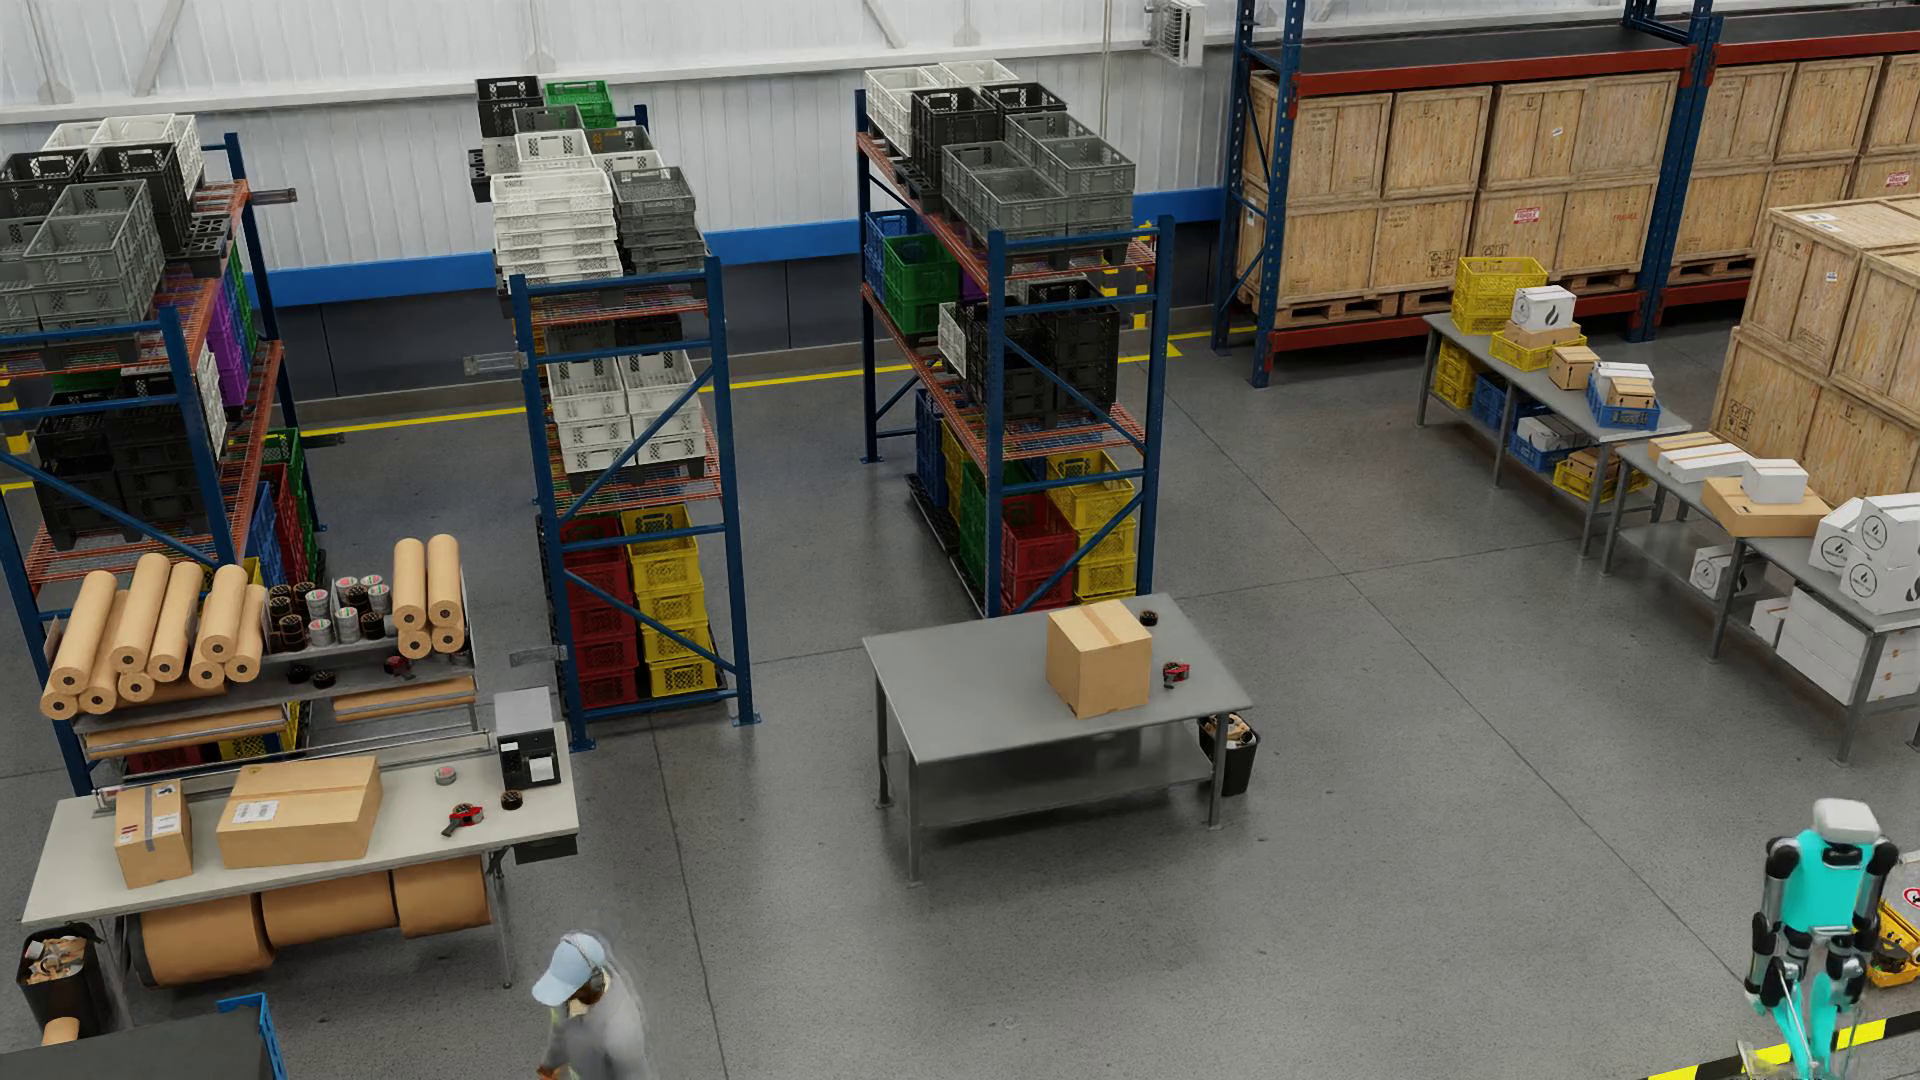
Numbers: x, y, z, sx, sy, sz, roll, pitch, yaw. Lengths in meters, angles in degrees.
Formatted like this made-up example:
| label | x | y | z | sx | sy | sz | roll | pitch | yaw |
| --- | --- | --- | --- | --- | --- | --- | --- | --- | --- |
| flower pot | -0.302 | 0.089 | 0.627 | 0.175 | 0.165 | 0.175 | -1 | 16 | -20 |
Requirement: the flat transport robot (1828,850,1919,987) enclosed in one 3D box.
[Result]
| label | x | y | z | sx | sy | sz | roll | pitch | yaw |
| --- | --- | --- | --- | --- | --- | --- | --- | --- | --- |
| flat transport robot | 5.163 | 1.916 | 8.676 | 1.431 | 0.231 | 0.659 | -8 | 30 | -14 |

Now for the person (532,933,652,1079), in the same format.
| label | x | y | z | sx | sy | sz | roll | pitch | yaw |
| --- | --- | --- | --- | --- | --- | --- | --- | --- | --- |
| person | -1.381 | 2.185 | 6.603 | 0.849 | 1.811 | 0.661 | -14 | 32 | -24 |

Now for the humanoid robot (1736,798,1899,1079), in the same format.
| label | x | y | z | sx | sy | sz | roll | pitch | yaw |
| --- | --- | --- | --- | --- | --- | --- | --- | --- | --- |
| humanoid robot | 3.658 | 1.961 | 7.058 | 0.530 | 1.740 | 0.987 | -1 | 29 | -2 |
